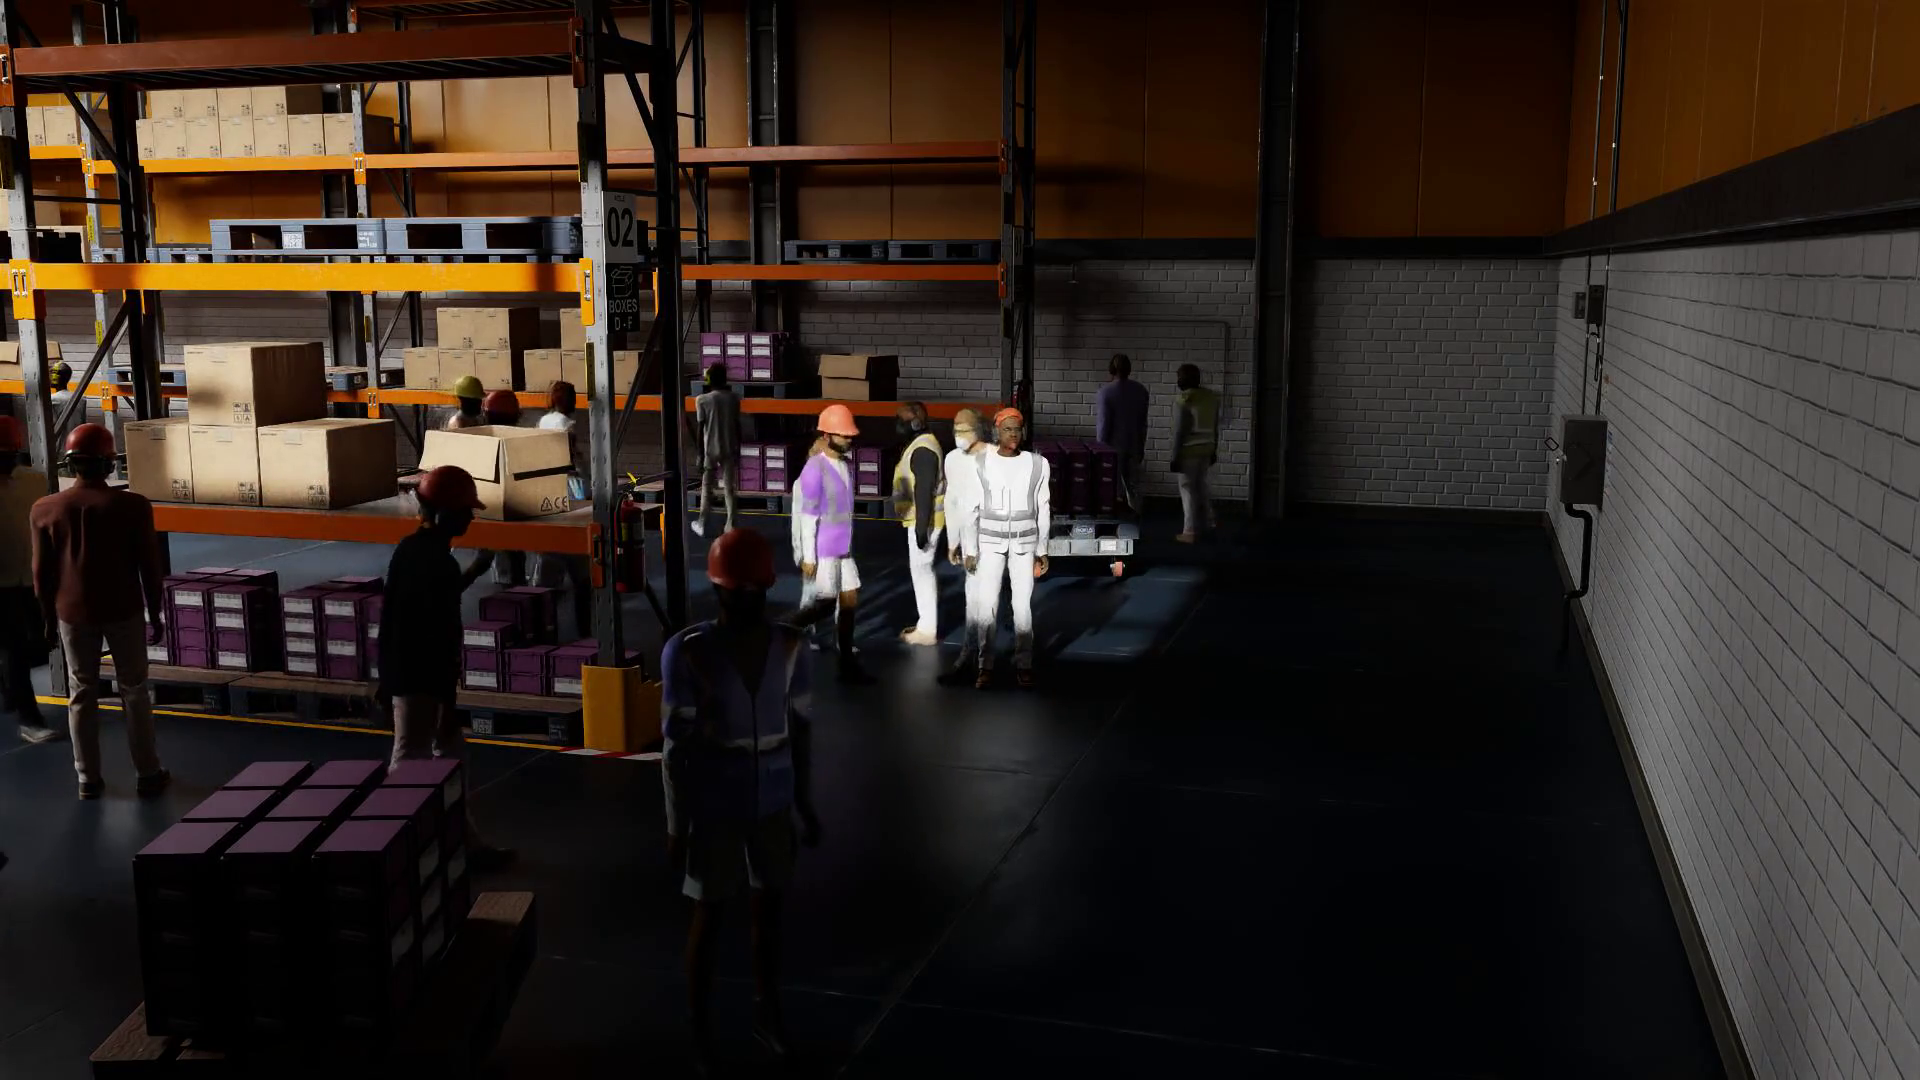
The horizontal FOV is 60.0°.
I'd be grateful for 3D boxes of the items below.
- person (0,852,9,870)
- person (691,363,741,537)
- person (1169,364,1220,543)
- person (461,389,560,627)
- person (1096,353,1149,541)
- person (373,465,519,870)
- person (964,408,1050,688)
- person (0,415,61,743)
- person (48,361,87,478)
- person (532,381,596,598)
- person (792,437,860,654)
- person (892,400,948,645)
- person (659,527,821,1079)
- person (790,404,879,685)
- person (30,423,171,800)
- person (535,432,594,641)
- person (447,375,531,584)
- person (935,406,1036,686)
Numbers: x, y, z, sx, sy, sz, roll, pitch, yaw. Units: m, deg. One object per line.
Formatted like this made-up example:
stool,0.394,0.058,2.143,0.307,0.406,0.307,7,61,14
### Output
person,-4.882,0.737,7.319,1.000,1.779,0.611,-7,11,-36
person,-2.516,-0.896,17.065,0.559,1.828,0.915,-5,11,-28
person,2.365,-0.876,16.936,0.669,1.836,0.433,-8,12,-41
person,-3.620,-0.205,12.679,0.950,1.904,0.561,-2,10,-14
person,1.641,-0.936,16.994,0.635,1.937,0.352,-6,11,-31
person,-2.505,0.635,7.438,0.954,1.944,0.646,-6,11,-32
person,0.316,0.057,11.105,0.581,1.884,0.351,-1,9,-4
person,-5.673,0.223,9.868,0.722,1.961,0.655,5,10,26
person,-9.006,-0.864,16.761,0.319,1.870,0.532,3,10,16
person,-3.313,-0.437,14.248,0.955,1.832,0.626,-7,12,-37
person,-0.970,0.049,12.033,0.521,1.592,0.658,-6,11,-30
person,-0.293,-0.136,12.465,0.435,1.829,0.657,-1,9,-3
person,-0.749,0.909,5.757,0.552,1.934,0.376,-5,11,-28
person,-0.943,0.036,11.187,0.729,1.918,0.560,4,10,23
person,-4.544,0.378,8.814,0.613,1.994,0.395,-2,10,-14
person,-2.910,0.043,11.862,0.773,1.669,0.538,3,10,20
person,-4.325,-0.521,14.624,0.932,1.881,0.597,-2,9,-10
person,0.220,0.012,11.401,0.954,1.893,0.678,-8,12,-40
